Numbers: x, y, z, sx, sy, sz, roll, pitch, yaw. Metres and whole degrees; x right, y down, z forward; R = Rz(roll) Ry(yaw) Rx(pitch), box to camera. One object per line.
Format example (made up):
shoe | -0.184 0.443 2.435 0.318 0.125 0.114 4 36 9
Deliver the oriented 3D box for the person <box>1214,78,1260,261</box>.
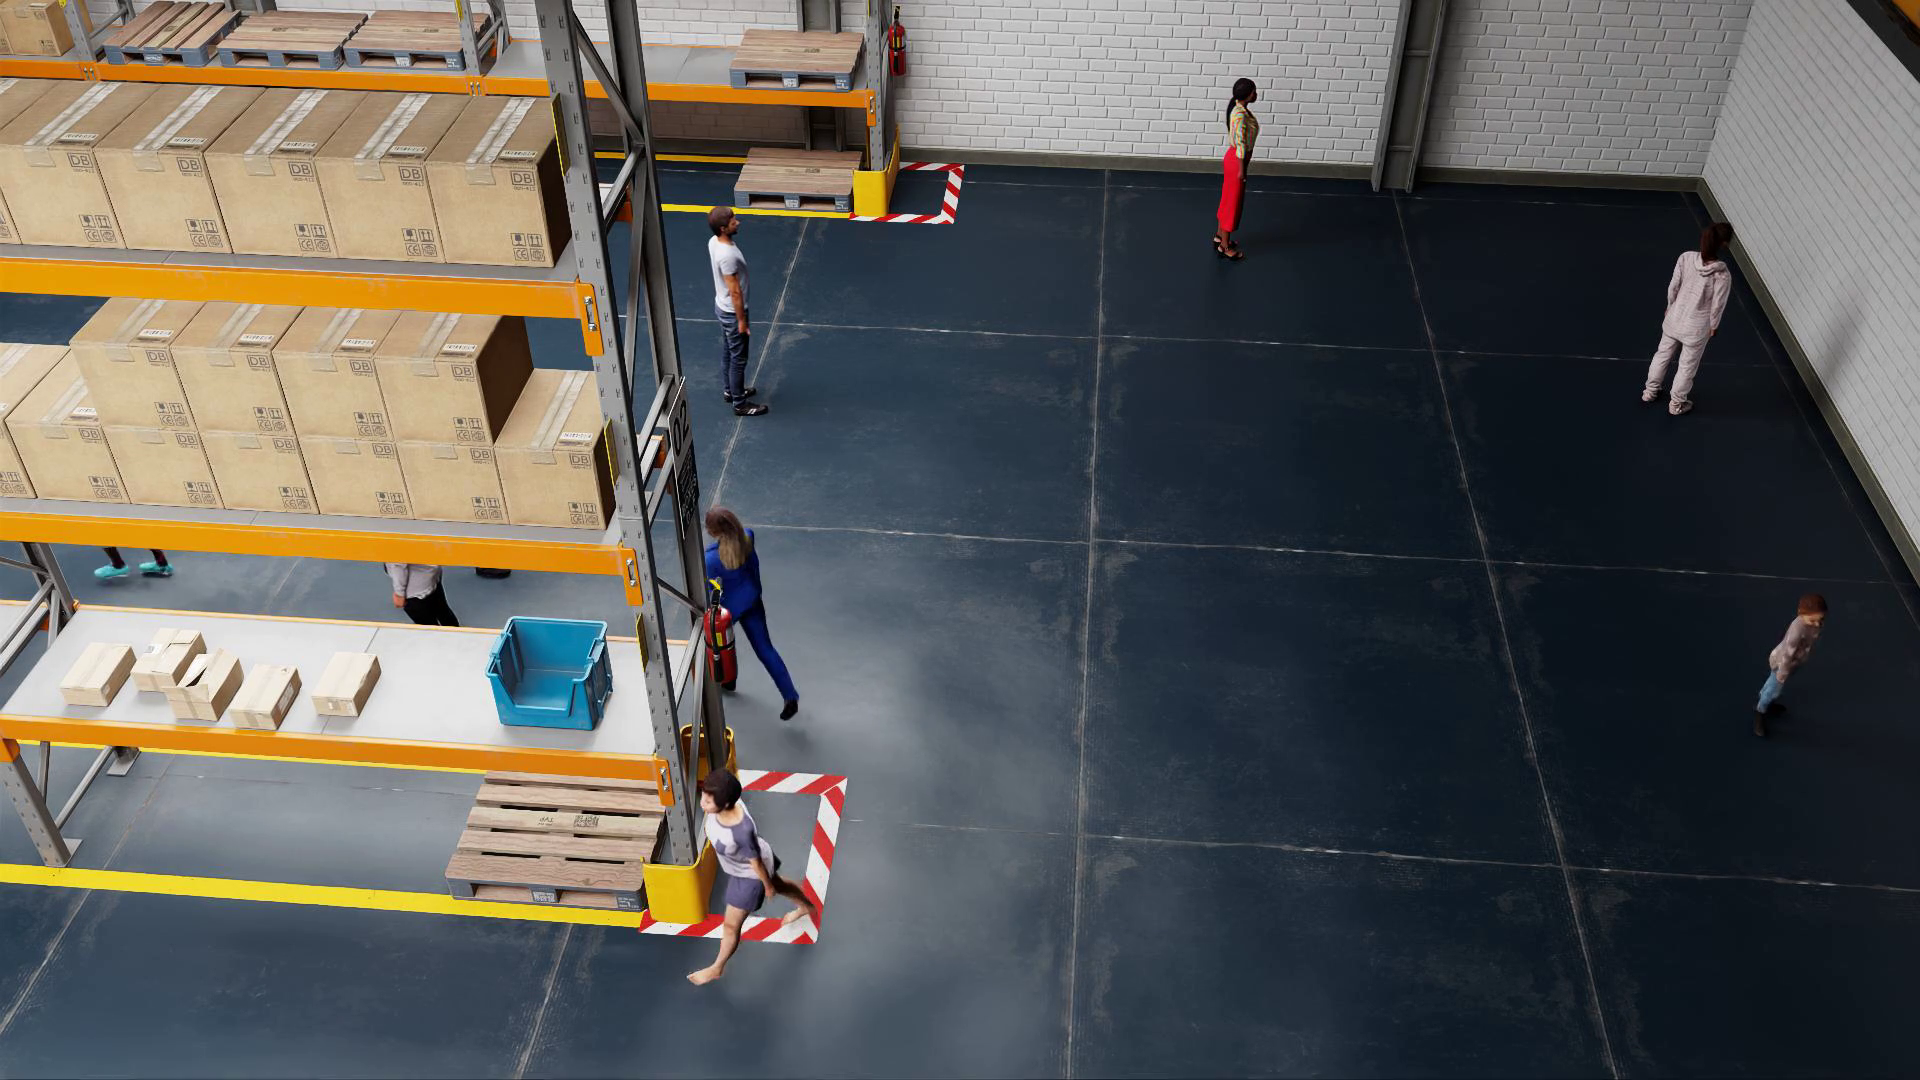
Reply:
person | 2.621 -3.534 15.817 0.556 1.793 0.616 -1 39 -1

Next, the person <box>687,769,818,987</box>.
person | -1.133 1.817 9.351 1.156 1.502 0.964 -19 42 -22

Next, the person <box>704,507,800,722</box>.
person | -1.396 0.505 10.863 1.201 1.664 1.051 29 47 31

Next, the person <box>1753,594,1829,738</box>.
person | 5.449 0.770 10.925 0.659 1.172 0.591 25 45 28

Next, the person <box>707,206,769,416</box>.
person | -1.882 -1.893 13.704 0.703 1.866 0.707 -14 41 -17

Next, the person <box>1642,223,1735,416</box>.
person | 6.048 -1.842 13.782 0.781 1.689 0.726 -27 46 -29
